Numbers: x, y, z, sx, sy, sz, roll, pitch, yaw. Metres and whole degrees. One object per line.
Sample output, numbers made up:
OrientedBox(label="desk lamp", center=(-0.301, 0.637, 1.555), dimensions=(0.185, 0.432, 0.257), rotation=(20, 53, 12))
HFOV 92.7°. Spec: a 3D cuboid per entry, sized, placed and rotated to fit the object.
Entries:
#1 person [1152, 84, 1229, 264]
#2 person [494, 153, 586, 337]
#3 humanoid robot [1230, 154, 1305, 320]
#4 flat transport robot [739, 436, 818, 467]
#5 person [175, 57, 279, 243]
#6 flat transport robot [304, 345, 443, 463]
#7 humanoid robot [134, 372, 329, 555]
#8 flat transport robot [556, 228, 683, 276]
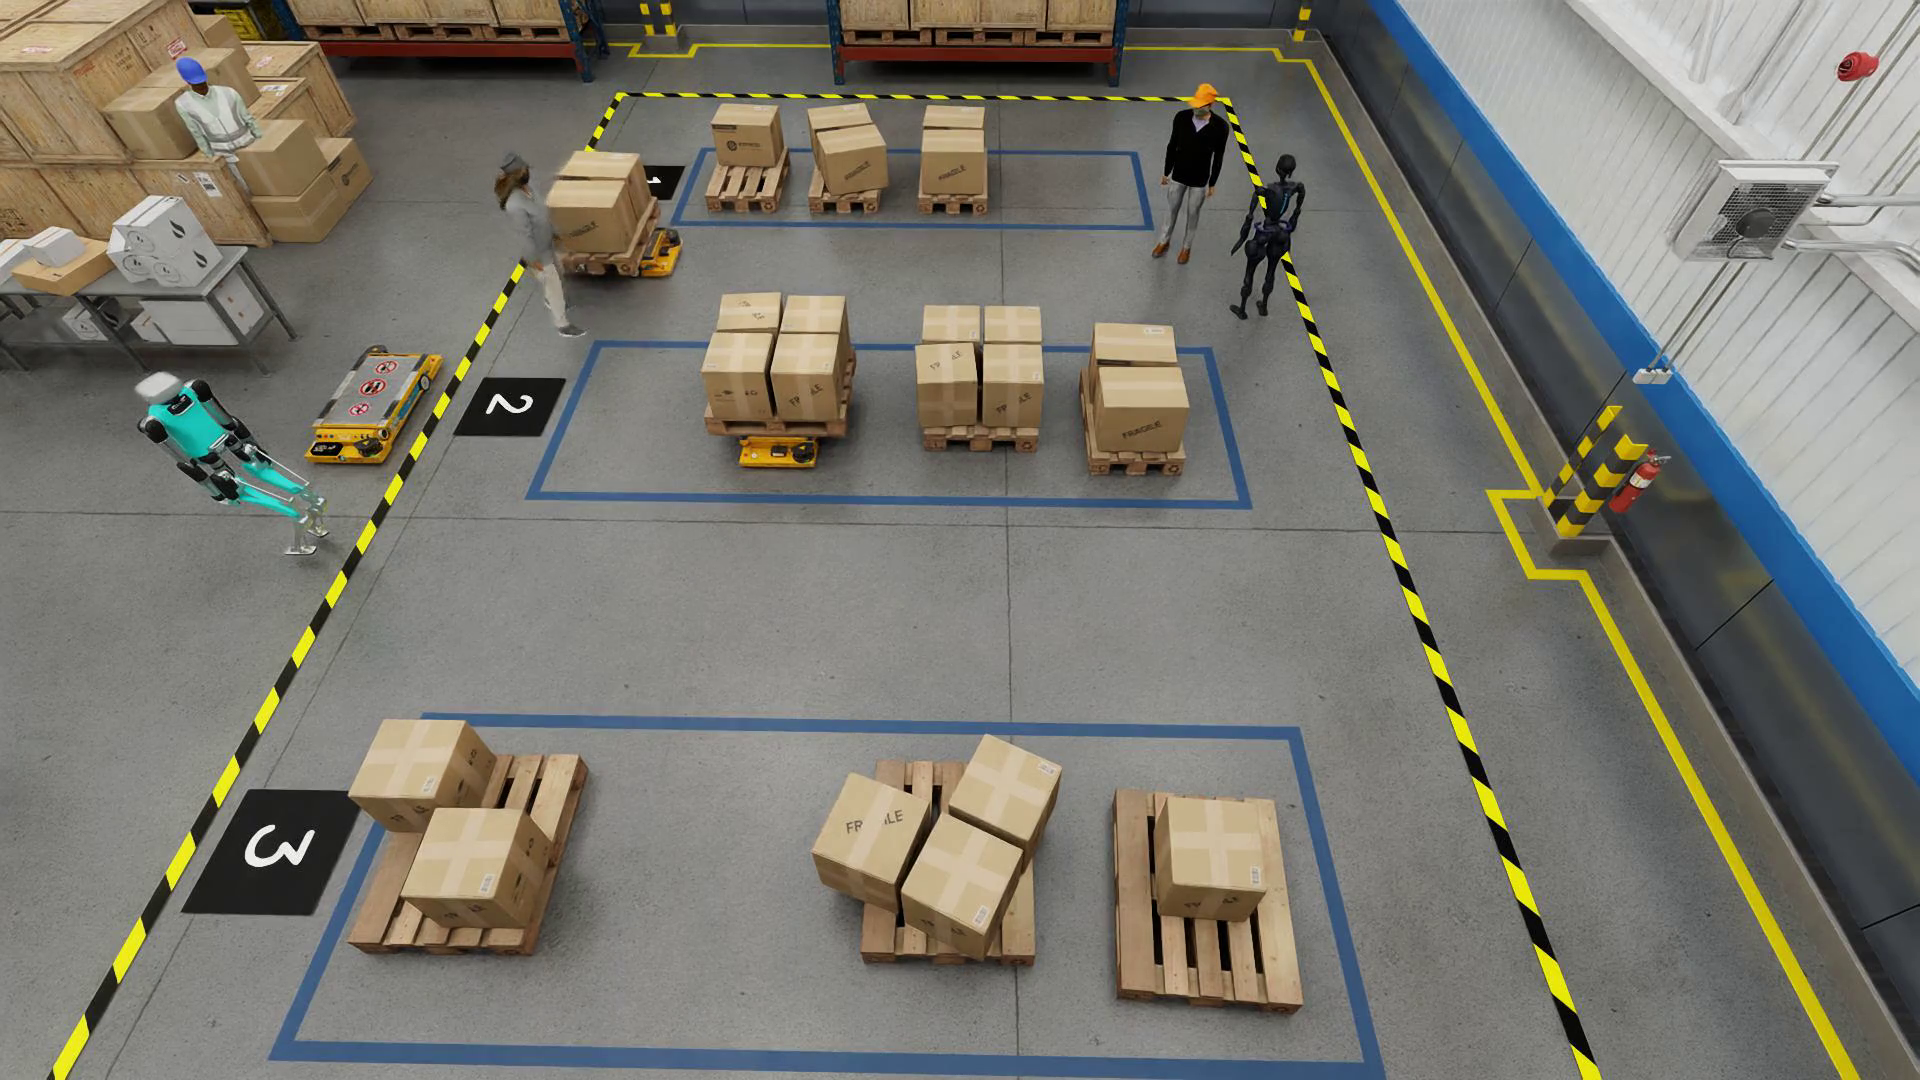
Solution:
OrientedBox(label="person", center=(2.382, -3.765, 9.497), dimensions=(0.587, 1.880, 0.386), rotation=(23, 54, 19))
OrientedBox(label="person", center=(-4.061, -2.817, 8.793), dimensions=(0.461, 1.728, 0.600), rotation=(-3, 50, -2))
OrientedBox(label="humanoid robot", center=(2.978, -2.928, 8.912), dimensions=(0.599, 1.657, 0.315), rotation=(-7, 50, -6))
OrientedBox(label="flat transport robot", center=(-1.582, -1.235, 8.394), dimensions=(0.652, 0.197, 1.431), rotation=(1, 50, 1))
OrientedBox(label="person", center=(-7.687, -4.135, 9.775), dimensions=(0.604, 1.939, 0.412), rotation=(-32, 57, -24))
OrientedBox(label="flat transport robot", center=(-5.383, -1.269, 8.441), dimensions=(0.659, 0.231, 1.431), rotation=(1, 50, 1))
OrientedBox(label="humanoid robot", center=(-5.176, -0.496, 6.736), dimensions=(0.735, 1.677, 0.533), rotation=(10, 50, 8))
OrientedBox(label="flat transport robot", center=(-3.825, -3.161, 10.024), dimensions=(1.431, 0.197, 0.652), rotation=(1, 50, 1))
